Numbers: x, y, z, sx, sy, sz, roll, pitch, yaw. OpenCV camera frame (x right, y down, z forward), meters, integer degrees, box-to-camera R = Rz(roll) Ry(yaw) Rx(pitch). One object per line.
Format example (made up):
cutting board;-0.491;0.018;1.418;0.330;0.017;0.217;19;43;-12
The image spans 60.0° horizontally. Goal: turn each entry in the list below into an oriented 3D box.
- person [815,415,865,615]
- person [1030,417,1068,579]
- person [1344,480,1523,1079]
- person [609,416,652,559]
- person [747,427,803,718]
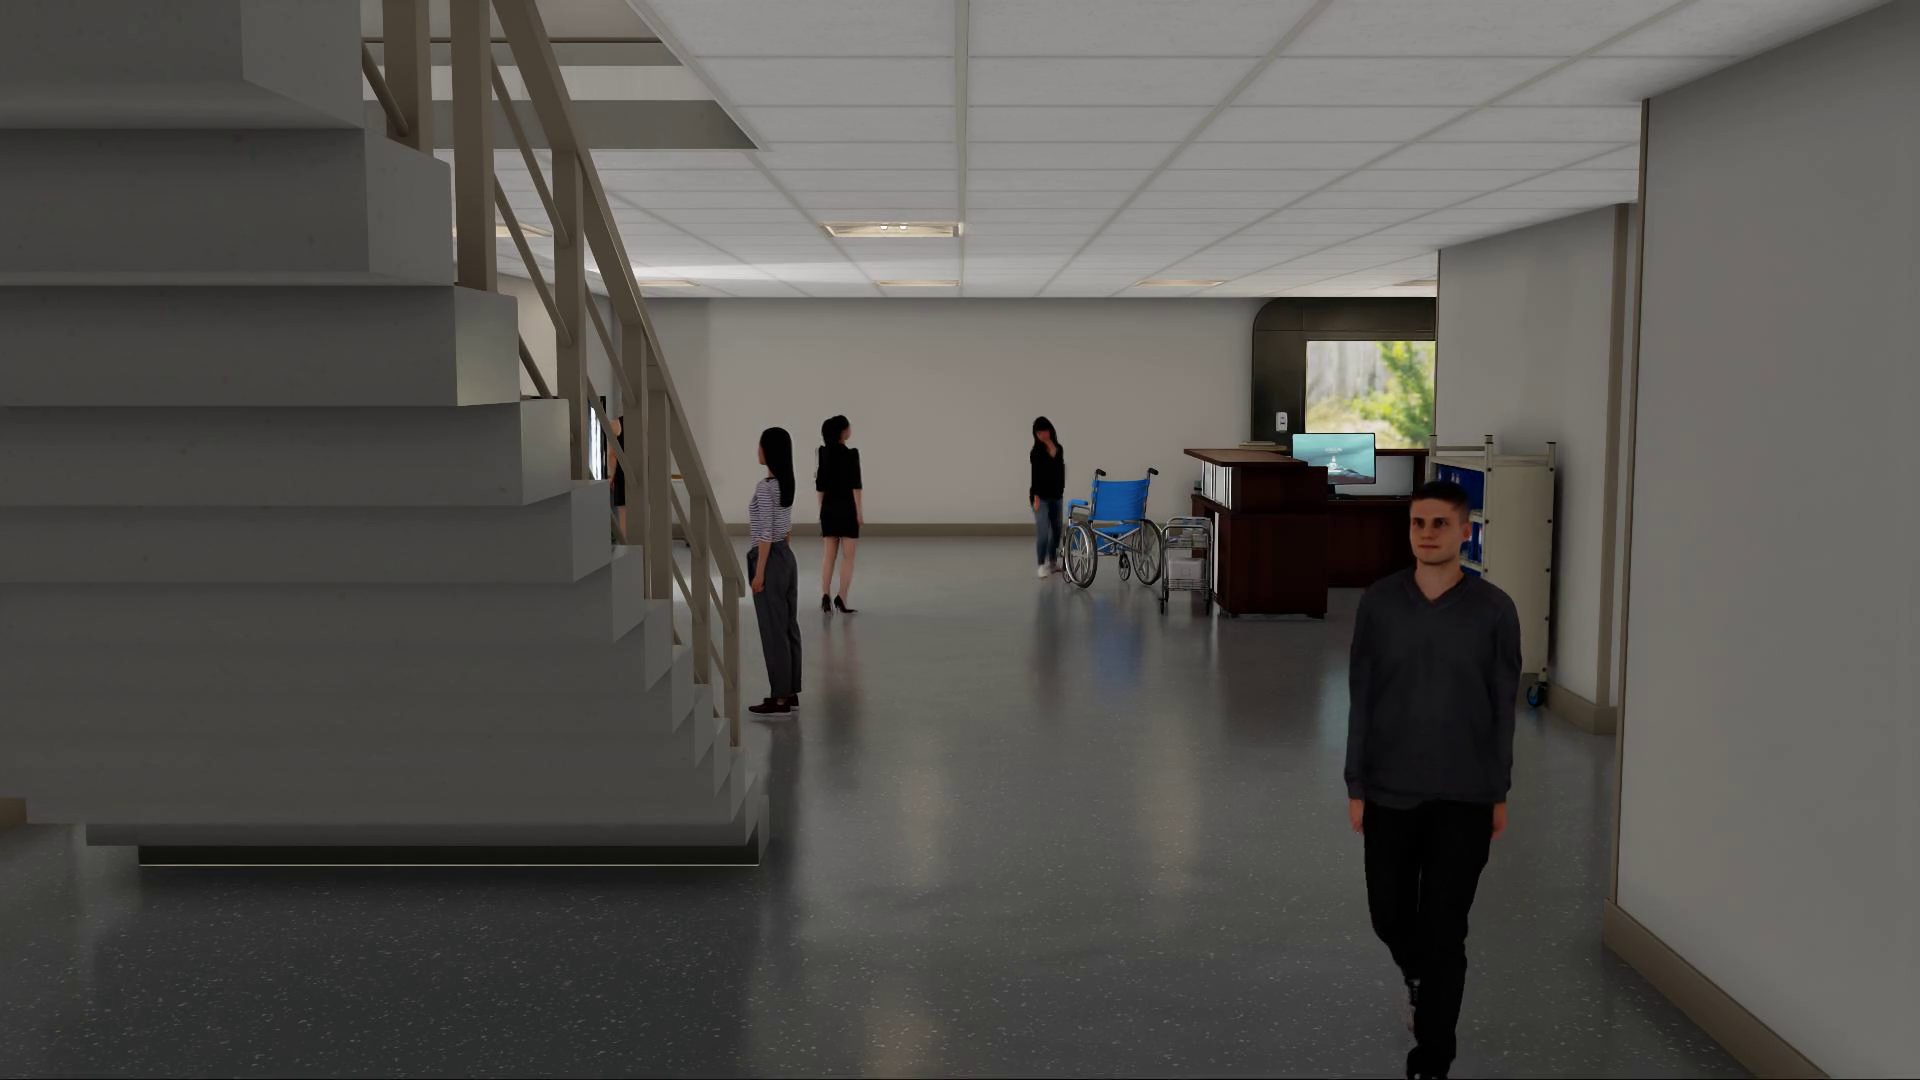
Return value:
person;-1.042;-0.212;14.197;0.698;1.686;0.708;3;6;26
person;0.881;-0.422;16.668;0.861;1.609;0.845;5;8;41
person;1.345;0.712;4.736;0.903;1.741;1.140;3;6;23
person;-3.599;-0.728;18.280;0.754;1.895;0.719;-2;6;-22
person;-1.105;0.185;10.008;0.725;1.734;0.560;2;6;16
